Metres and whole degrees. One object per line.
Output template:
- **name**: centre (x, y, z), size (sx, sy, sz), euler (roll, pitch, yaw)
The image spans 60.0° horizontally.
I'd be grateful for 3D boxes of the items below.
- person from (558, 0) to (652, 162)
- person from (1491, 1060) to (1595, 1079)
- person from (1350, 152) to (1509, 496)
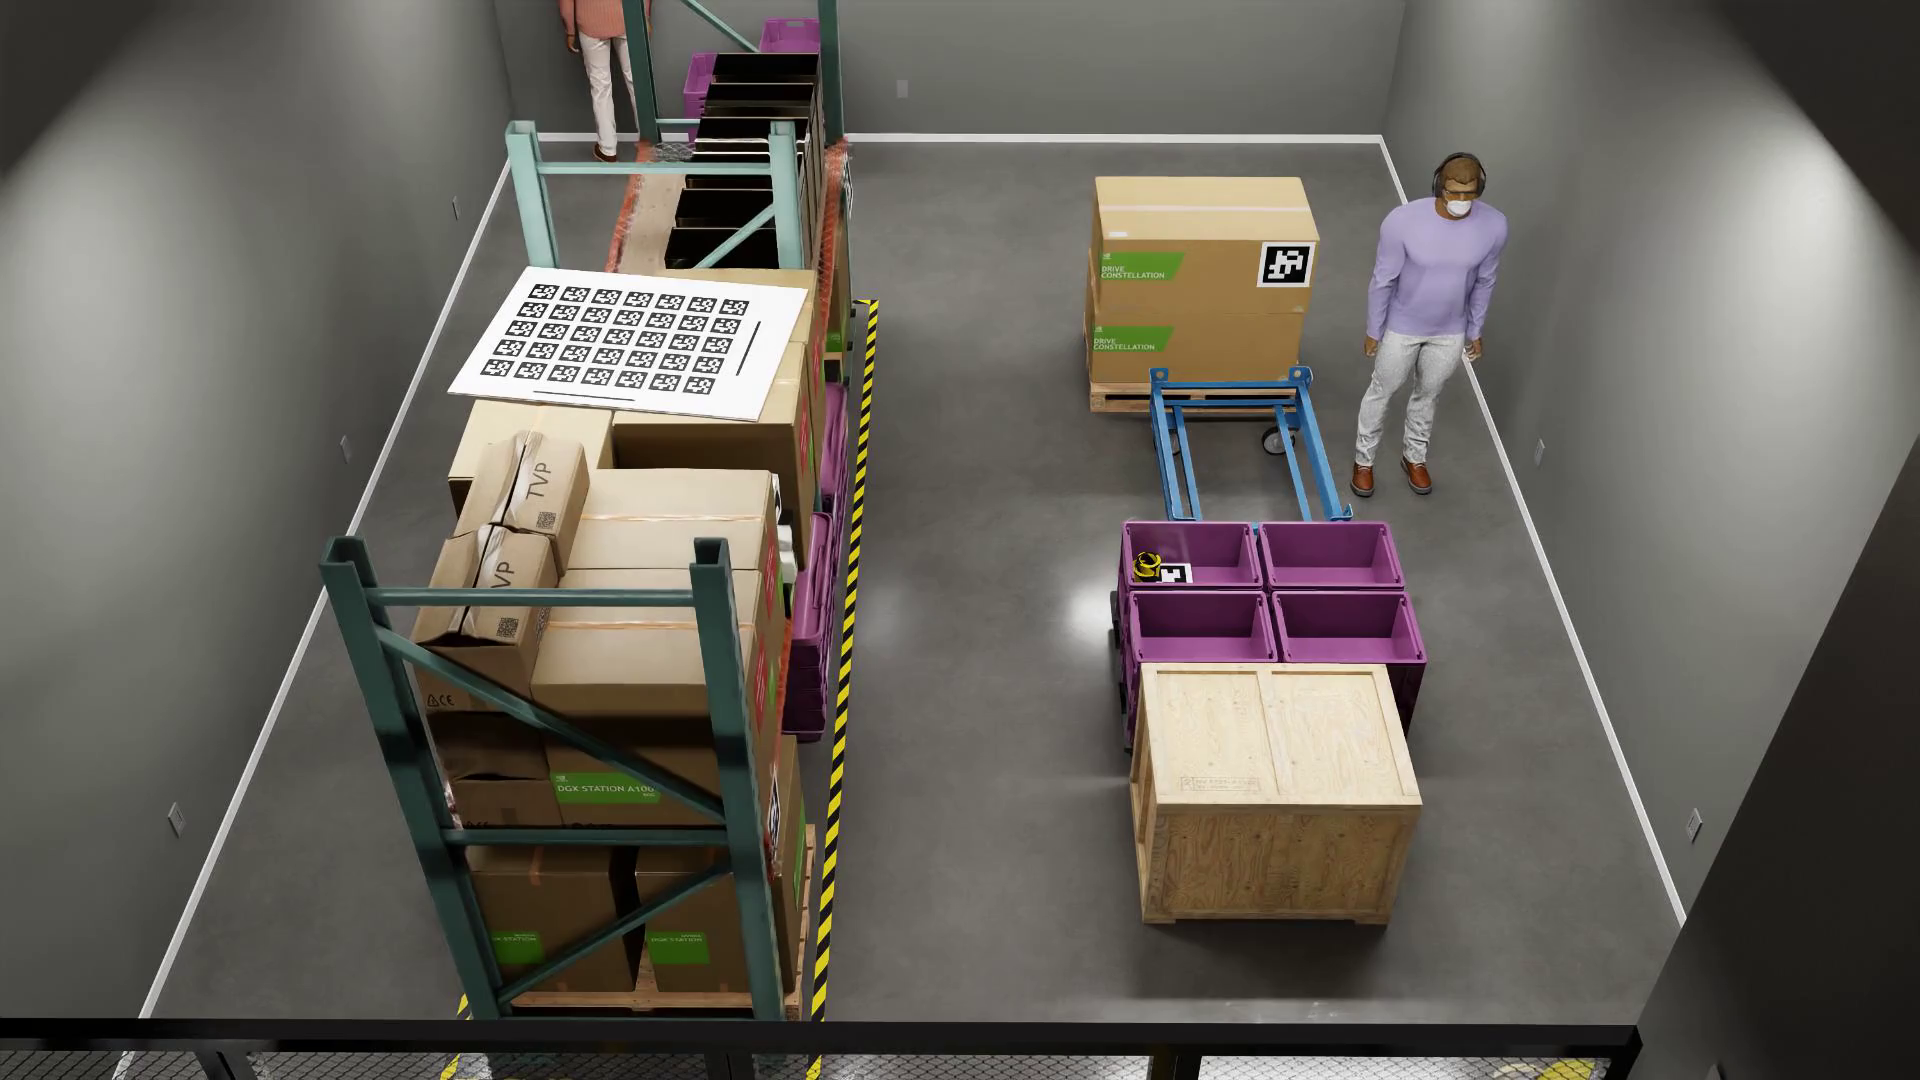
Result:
- **person**: centre (-2.330, -3.423, 10.975), size (0.611, 1.995, 0.380), euler (-16, 44, -18)
- **person**: centre (1.609, 2.065, 4.836), size (0.403, 1.835, 0.586), euler (6, 42, 6)
- **person**: centre (2.329, -1.061, 8.324), size (0.627, 1.941, 0.371), euler (-1, 41, -1)
